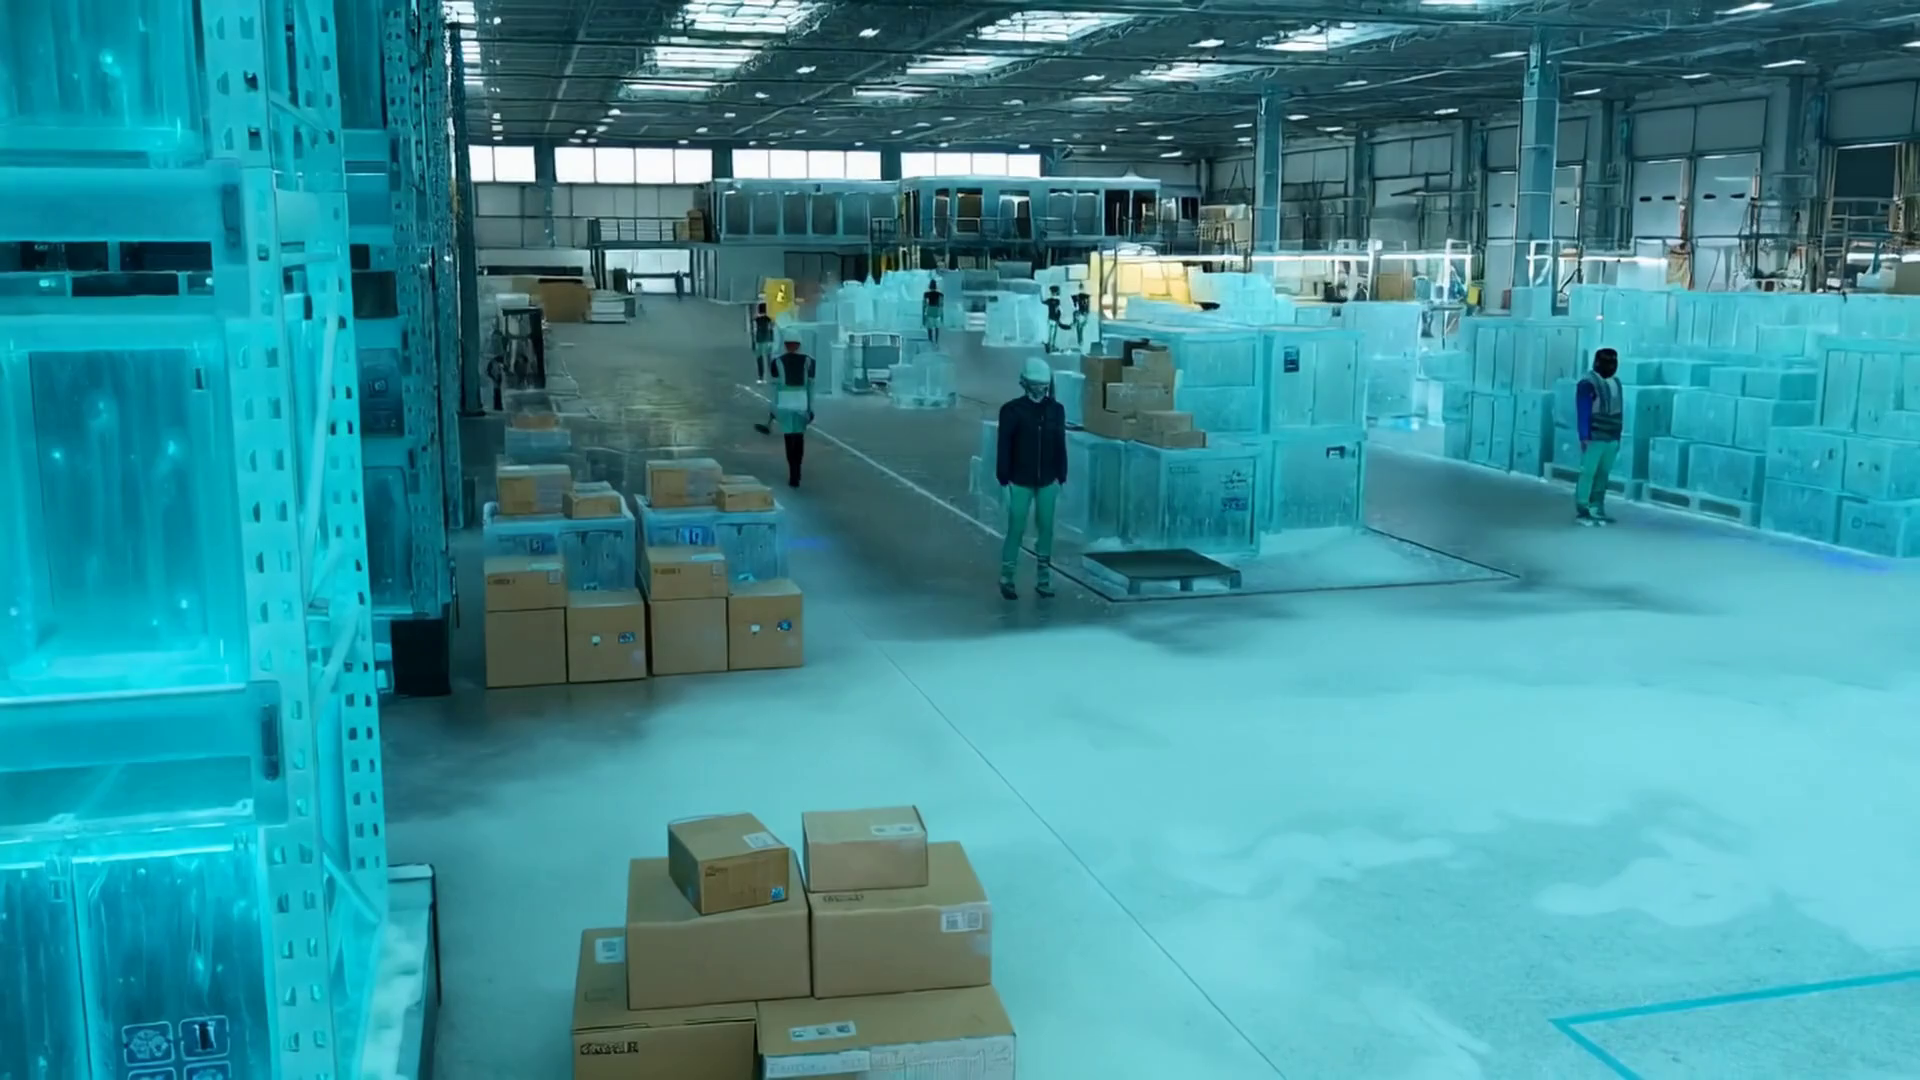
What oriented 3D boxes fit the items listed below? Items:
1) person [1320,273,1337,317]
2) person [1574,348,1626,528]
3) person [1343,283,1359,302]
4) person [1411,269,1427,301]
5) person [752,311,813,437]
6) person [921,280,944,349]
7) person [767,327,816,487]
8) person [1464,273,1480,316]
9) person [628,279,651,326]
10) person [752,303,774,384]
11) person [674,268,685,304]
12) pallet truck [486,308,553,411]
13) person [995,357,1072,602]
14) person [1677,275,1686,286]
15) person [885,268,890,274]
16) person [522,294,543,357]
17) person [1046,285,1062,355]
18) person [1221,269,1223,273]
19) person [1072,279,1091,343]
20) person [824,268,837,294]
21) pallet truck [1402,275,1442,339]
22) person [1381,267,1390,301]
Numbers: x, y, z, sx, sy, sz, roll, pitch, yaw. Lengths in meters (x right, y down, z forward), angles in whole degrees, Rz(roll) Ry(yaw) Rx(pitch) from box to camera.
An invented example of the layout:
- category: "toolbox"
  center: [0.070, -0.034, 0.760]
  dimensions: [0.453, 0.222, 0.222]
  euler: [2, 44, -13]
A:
- category: "person"
  center: [12.099, -7.861, 55.063]
  dimensions: [0.974, 2.000, 0.709]
  euler: [4, 11, 23]
- category: "person"
  center: [6.570, -1.046, 17.044]
  dimensions: [0.633, 1.840, 0.429]
  euler: [-7, 12, -34]
- category: "person"
  center: [11.110, -6.428, 47.448]
  dimensions: [0.730, 1.866, 0.590]
  euler: [-6, 12, -31]
- category: "person"
  center: [21.368, -11.713, 77.552]
  dimensions: [0.639, 1.792, 0.936]
  euler: [-2, 10, -13]
- category: "person"
  center: [-2.682, -2.492, 25.078]
  dimensions: [0.990, 1.886, 0.629]
  euler: [2, 10, 12]
- category: "person"
  center: [-0.773, -6.262, 46.324]
  dimensions: [0.619, 1.930, 0.865]
  euler: [-1, 10, -8]
- category: "person"
  center: [-2.046, -1.619, 20.112]
  dimensions: [0.562, 1.889, 0.952]
  euler: [-3, 10, -15]
- category: "person"
  center: [18.347, -8.601, 59.615]
  dimensions: [0.581, 1.919, 0.400]
  euler: [-1, 10, -8]
- category: "person"
  center: [-11.591, -8.577, 60.103]
  dimensions: [0.886, 1.694, 0.494]
  euler: [0, 10, 3]
- category: "person"
  center: [-4.126, -4.119, 34.844]
  dimensions: [0.539, 1.695, 0.318]
  euler: [-7, 12, -35]
- category: "person"
  center: [-13.994, -12.684, 82.981]
  dimensions: [0.527, 1.823, 0.527]
  euler: [-4, 11, -20]
- category: "pallet truck"
  center: [-6.242, -2.418, 24.362]
  dimensions: [0.823, 1.965, 1.885]
  euler: [1, 10, 3]
- category: "person"
  center: [0.587, -0.481, 13.474]
  dimensions: [0.644, 1.982, 0.465]
  euler: [-4, 11, -23]
- category: "person"
  center: [25.292, -8.355, 58.332]
  dimensions: [0.323, 1.876, 0.528]
  euler: [1, 10, 7]
- category: "person"
  center: [-3.306, -11.595, 76.654]
  dimensions: [0.355, 1.883, 0.572]
  euler: [-2, 10, -11]
- category: "person"
  center: [-11.058, -5.538, 43.057]
  dimensions: [0.533, 1.625, 0.414]
  euler: [-2, 10, -10]
- category: "person"
  center: [2.497, -5.831, 44.099]
  dimensions: [0.334, 1.861, 0.502]
  euler: [-8, 13, -40]
- category: "person"
  center: [11.160, -10.626, 71.080]
  dimensions: [0.534, 1.905, 0.599]
  euler: [-3, 10, -15]
- category: "person"
  center: [3.570, -6.736, 49.080]
  dimensions: [0.550, 1.913, 0.761]
  euler: [2, 10, 14]
- category: "person"
  center: [-5.386, -10.269, 68.879]
  dimensions: [0.643, 1.973, 0.501]
  euler: [8, 13, 39]
- category: "pallet truck"
  center: [14.620, -7.324, 52.145]
  dimensions: [0.823, 1.965, 1.885]
  euler: [8, 13, 40]
- category: "person"
  center: [19.866, -11.757, 77.445]
  dimensions: [0.578, 1.929, 0.634]
  euler: [-1, 10, -4]
